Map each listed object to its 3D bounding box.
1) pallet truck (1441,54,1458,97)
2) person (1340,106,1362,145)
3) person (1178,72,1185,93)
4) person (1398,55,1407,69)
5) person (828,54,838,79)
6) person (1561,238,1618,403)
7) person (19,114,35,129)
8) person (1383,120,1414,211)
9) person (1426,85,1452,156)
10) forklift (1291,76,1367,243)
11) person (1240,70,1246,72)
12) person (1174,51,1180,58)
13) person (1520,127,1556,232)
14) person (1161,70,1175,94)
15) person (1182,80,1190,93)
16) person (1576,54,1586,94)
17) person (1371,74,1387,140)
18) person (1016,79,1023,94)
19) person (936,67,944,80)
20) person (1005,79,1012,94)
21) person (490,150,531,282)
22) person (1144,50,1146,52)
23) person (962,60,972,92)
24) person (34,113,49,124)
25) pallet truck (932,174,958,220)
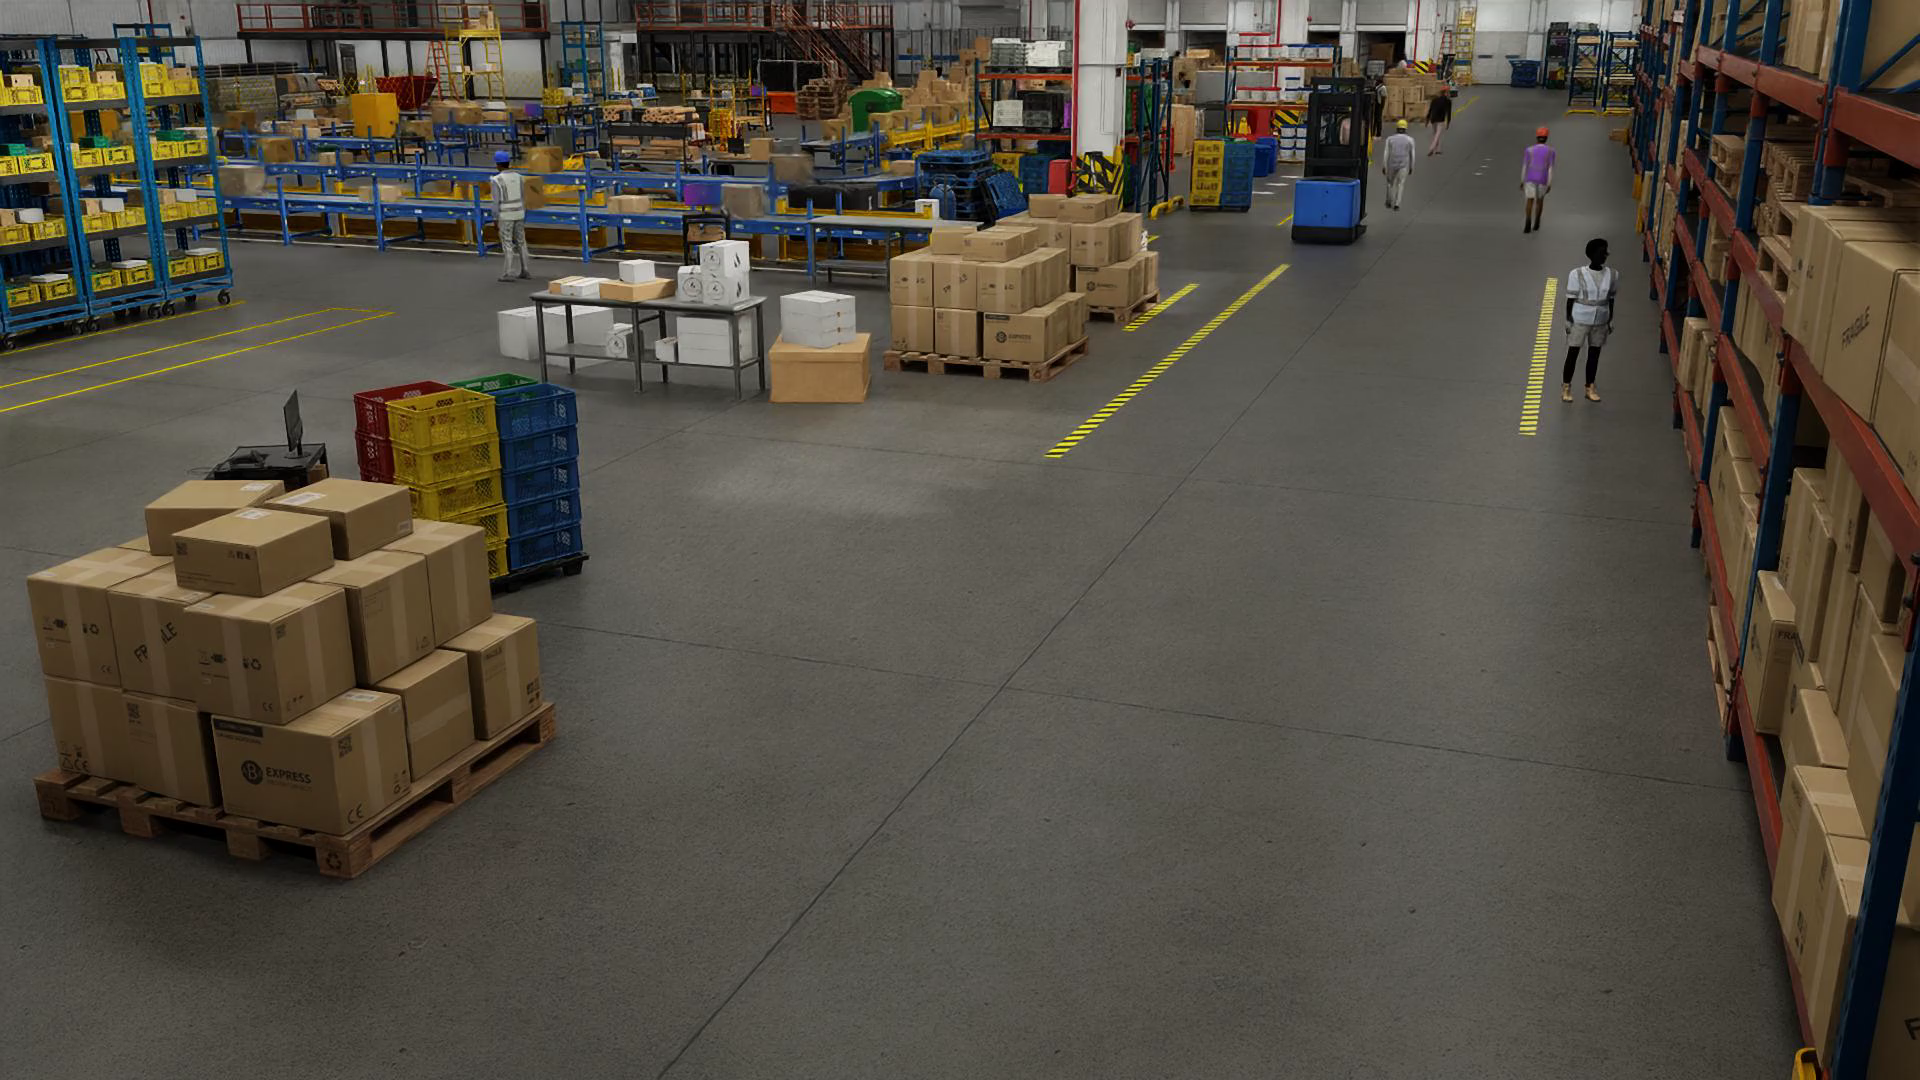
[{"bbox_3d":[22.765,-21.886,78.355,0.823,1.965,1.885,-4,18,-14],"label":"pallet truck"},{"bbox_3d":[9.344,-9.505,39.872,0.536,1.745,0.691,8,19,23],"label":"person"},{"bbox_3d":[8.018,-15.952,60.017,1.022,1.816,0.528,12,21,32],"label":"person"},{"bbox_3d":[21.245,-22.214,79.558,0.911,1.888,0.644,-4,18,-14],"label":"person"},{"bbox_3d":[-6.220,-22.864,81.612,0.575,1.885,0.360,10,20,29],"label":"person"},{"bbox_3d":[6.499,-2.262,17.177,0.541,1.700,0.315,-1,18,-4],"label":"person"},{"bbox_3d":[-31.432,-14.651,55.874,0.669,1.852,1.034,-14,22,-37],"label":"person"},{"bbox_3d":[8.952,-7.654,33.980,0.623,1.779,0.930,3,18,10],"label":"person"},{"bbox_3d":[13.377,-11.747,46.623,0.654,1.935,0.987,16,24,41],"label":"person"},{"bbox_3d":[6.598,-6.755,29.381,1.129,2.768,1.873,6,19,19],"label":"forklift"},{"bbox_3d":[10.339,-16.277,60.953,0.385,1.859,0.548,15,23,39],"label":"person"},{"bbox_3d":[12.091,-26.133,92.024,0.915,1.798,0.637,14,22,36],"label":"person"},{"bbox_3d":[10.597,-6.614,30.547,0.559,1.904,0.955,7,19,20],"label":"person"},{"bbox_3d":[7.475,-15.974,59.986,0.544,1.891,0.992,-4,18,-13],"label":"person"},{"bbox_3d":[7.780,-14.939,57.070,0.913,1.643,0.544,6,19,17],"label":"person"},{"bbox_3d":[30.150,-22.595,80.700,0.399,1.924,0.583,6,19,19],"label":"person"},{"bbox_3d":[13.099,-13.674,52.483,0.536,2.000,0.688,-6,18,-17],"label":"person"},{"bbox_3d":[2.262,-17.918,66.302,0.883,1.722,0.536,7,19,22],"label":"person"},{"bbox_3d":[-0.753,-16.325,60.933,0.367,1.967,0.604,-2,18,-6],"label":"person"},{"bbox_3d":[2.096,-18.276,67.171,0.966,1.888,0.564,0,18,0],"label":"person"},{"bbox_3d":[-6.763,-4.847,24.924,0.425,1.938,0.603,11,21,32],"label":"person"},{"bbox_3d":[10.313,-26.346,92.463,0.633,1.935,0.438,-11,20,-30],"label":"person"},{"bbox_3d":[0.270,-20.839,75.383,0.935,1.798,0.541,-1,18,-3],"label":"person"},{"bbox_3d":[-29.162,-13.755,52.757,0.646,2.029,0.418,-8,20,-25],"label":"person"},{"bbox_3d":[-0.507,-5.292,27.348,0.653,1.274,1.630,6,19,19],"label":"pallet truck"}]
